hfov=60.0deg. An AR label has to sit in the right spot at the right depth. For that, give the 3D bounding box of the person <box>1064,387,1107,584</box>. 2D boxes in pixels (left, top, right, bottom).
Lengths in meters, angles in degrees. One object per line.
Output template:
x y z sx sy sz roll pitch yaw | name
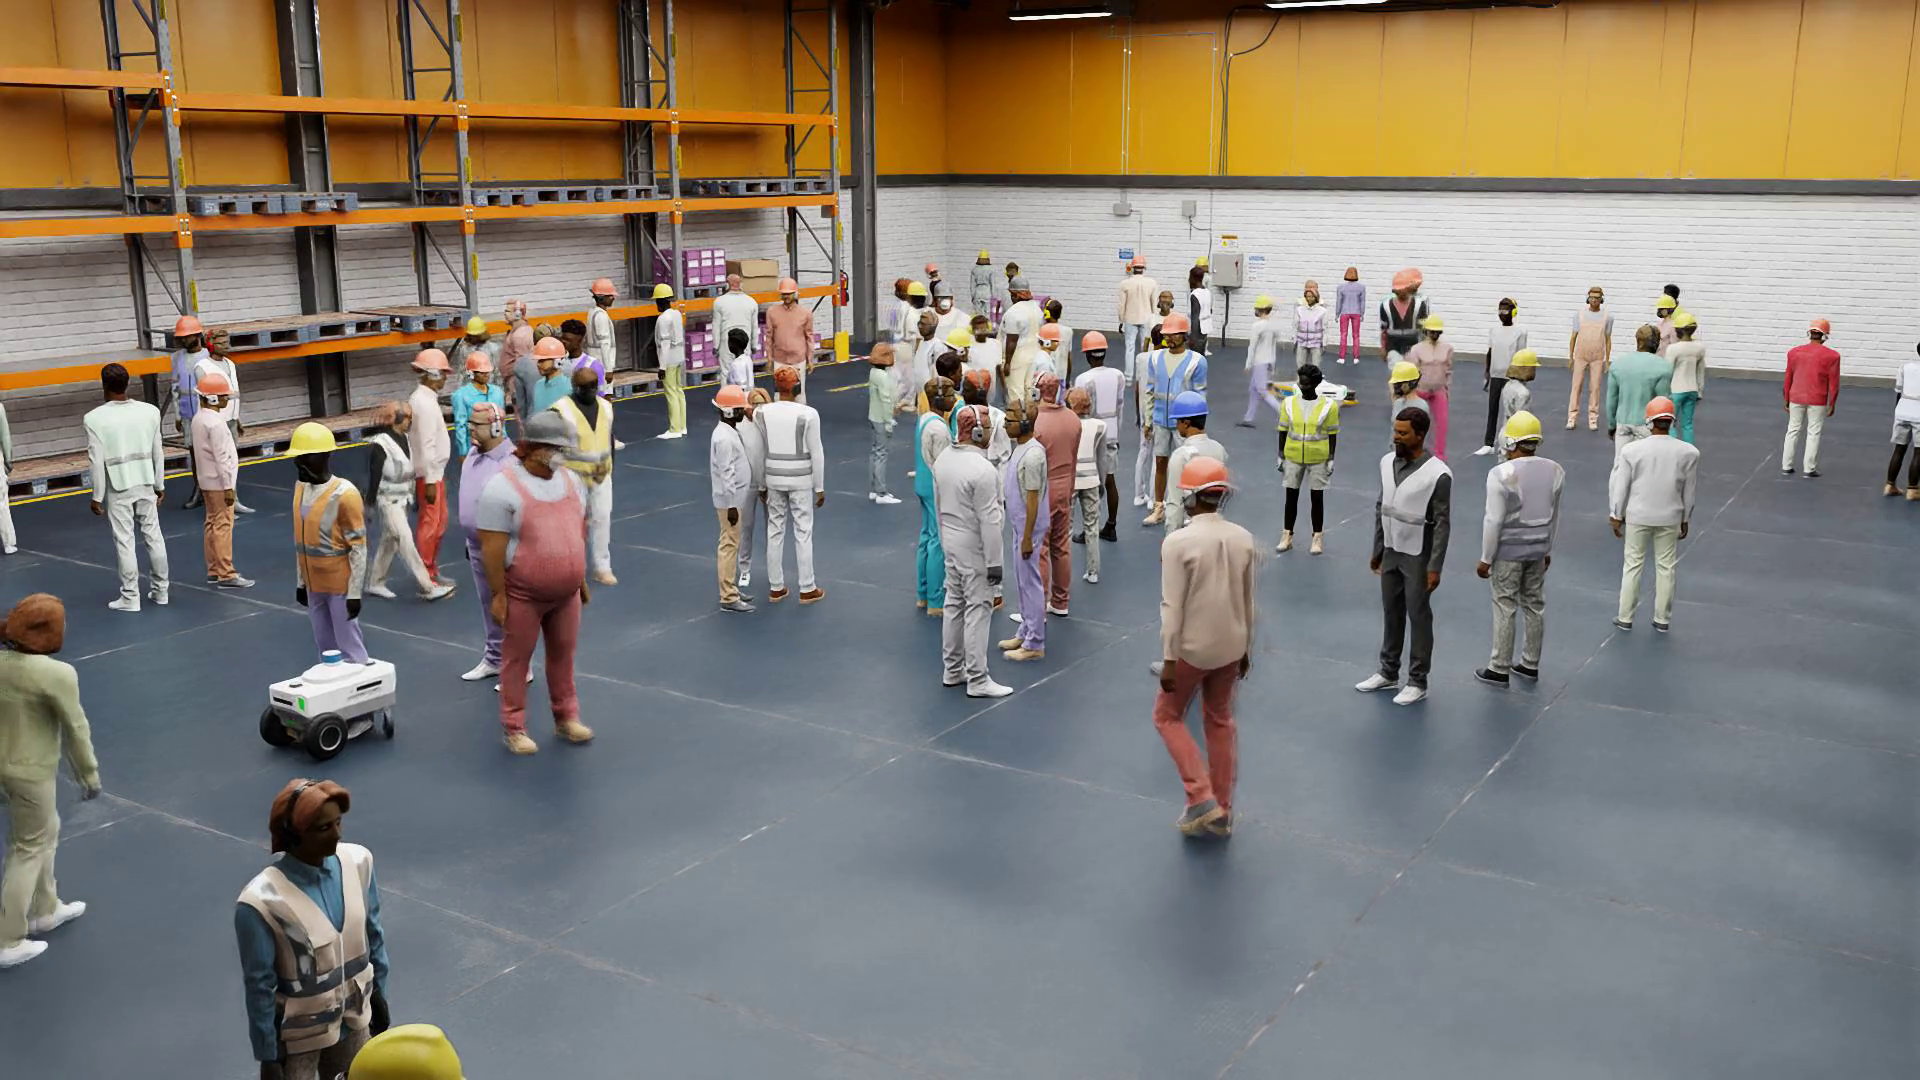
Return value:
0.959 -0.434 13.587 0.518 1.631 0.315 -3 13 -14 | person

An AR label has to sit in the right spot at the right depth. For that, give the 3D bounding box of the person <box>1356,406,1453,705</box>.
2.884 0.093 10.673 0.398 1.918 0.588 -7 15 -27 | person

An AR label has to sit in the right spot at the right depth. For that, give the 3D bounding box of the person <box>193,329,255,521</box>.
-7.157 -1.123 16.104 0.390 1.847 0.563 1 13 5 | person

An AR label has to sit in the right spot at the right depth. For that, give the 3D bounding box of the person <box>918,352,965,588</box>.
-0.138 -0.571 13.549 0.379 1.917 0.591 -9 16 -34 | person

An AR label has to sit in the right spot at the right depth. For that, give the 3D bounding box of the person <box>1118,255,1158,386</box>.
2.715 -3.352 25.446 0.611 1.995 0.380 -2 13 -7 | person

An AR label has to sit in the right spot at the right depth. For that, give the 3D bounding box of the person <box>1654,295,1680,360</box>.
8.874 -2.205 21.001 0.340 1.761 0.529 -1 13 -5 | person

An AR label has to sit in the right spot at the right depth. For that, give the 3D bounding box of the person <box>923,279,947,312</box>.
-0.303 -2.311 21.026 0.373 1.958 0.599 -4 14 -19 | person

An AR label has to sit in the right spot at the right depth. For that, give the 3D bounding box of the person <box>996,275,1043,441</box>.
0.695 -2.259 20.604 0.538 2.000 0.687 8 15 32 | person

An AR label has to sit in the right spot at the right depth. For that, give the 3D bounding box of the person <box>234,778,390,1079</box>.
-1.982 1.512 5.154 0.316 1.632 0.514 7 15 26 | person

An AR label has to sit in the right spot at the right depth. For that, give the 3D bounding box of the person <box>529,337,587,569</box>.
-3.393 -0.710 13.985 0.612 1.995 0.382 11 17 39 | person

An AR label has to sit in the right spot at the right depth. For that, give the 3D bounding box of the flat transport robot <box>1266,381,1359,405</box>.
5.016 -2.111 23.838 0.652 0.197 1.431 -6 14 -23 | flat transport robot

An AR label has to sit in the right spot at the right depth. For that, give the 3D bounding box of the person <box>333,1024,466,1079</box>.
-1.132 1.832 3.484 0.339 1.761 0.524 -2 13 -8 | person

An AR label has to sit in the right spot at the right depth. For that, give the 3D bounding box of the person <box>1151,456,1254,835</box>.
1.243 0.551 8.587 0.640 1.963 0.502 -8 15 -32 | person

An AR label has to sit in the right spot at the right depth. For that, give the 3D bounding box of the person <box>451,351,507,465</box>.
-4.310 -0.836 15.061 0.330 1.751 0.564 8 15 31 | person

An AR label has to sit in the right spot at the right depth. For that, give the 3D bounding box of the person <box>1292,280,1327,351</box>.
5.278 -3.105 25.150 0.514 1.640 0.315 1 13 4 | person

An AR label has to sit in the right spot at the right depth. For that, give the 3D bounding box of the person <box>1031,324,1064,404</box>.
0.922 -1.415 17.595 0.347 1.743 0.566 0 13 1 | person

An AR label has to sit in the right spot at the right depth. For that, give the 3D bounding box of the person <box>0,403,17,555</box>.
-8.544 -0.650 14.505 0.522 1.640 0.306 -10 16 -36 | person

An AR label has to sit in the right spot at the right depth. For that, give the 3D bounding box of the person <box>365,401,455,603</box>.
-4.363 -0.291 13.052 0.859 1.582 0.547 3 13 14 | person

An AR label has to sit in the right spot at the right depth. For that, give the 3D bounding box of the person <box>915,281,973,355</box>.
-0.209 -2.028 19.604 0.688 2.000 0.539 2 13 9 | person

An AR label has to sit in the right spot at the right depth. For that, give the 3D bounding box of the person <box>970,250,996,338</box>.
0.441 -4.586 31.350 0.490 1.743 0.324 4 14 16 | person

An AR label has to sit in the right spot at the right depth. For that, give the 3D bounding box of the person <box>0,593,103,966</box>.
-4.061 1.032 7.294 0.518 1.594 0.664 5 14 20 | person

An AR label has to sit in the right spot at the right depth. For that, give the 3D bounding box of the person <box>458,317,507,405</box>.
-5.353 -1.636 18.611 0.547 1.708 0.474 3 13 12 | person

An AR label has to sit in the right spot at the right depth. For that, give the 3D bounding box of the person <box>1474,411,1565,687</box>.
3.673 0.062 10.993 0.592 1.834 0.404 -5 14 -21 | person

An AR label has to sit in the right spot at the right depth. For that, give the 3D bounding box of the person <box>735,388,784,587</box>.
-1.630 -0.433 13.574 0.498 1.634 0.278 -3 13 -13 | person

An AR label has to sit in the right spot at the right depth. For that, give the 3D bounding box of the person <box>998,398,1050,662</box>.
0.451 -0.072 11.575 0.341 1.840 0.504 -1 13 -6 | person

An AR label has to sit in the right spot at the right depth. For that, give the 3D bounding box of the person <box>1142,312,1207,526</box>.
2.006 -1.116 15.641 0.605 2.045 0.377 7 15 29 | person

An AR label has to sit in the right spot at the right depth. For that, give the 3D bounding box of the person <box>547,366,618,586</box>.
-3.134 -0.545 13.683 0.627 1.816 0.711 -12 18 -42 | person

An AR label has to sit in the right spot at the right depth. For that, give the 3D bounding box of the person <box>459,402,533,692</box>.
-3.073 0.037 10.931 0.636 1.914 0.405 12 17 41 | person

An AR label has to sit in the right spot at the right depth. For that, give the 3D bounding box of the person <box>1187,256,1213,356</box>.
4.247 -4.131 29.376 0.493 1.743 0.300 9 16 33 | person

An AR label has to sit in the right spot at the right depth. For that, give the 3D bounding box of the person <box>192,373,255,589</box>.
-6.017 -0.487 13.548 0.342 1.749 0.573 -11 17 -38 | person

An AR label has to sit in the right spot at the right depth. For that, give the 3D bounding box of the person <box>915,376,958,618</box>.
-0.171 -0.331 12.667 0.329 1.844 0.518 -4 14 -17 | person

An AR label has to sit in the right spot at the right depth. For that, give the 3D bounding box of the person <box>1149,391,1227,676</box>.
1.554 -0.033 11.200 0.420 1.932 0.619 9 16 36 | person

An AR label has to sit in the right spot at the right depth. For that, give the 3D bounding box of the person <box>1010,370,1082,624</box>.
0.619 -0.319 12.484 0.410 1.909 0.642 11 17 40 | person

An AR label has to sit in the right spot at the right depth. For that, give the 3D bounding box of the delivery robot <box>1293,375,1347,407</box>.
4.855 -1.977 22.430 0.707 0.478 0.477 3 13 12 | delivery robot

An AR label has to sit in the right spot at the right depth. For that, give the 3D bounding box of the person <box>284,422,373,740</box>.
-3.792 0.247 9.979 0.585 1.929 0.375 9 16 34 | person

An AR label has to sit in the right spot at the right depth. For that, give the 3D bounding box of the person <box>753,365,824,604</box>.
-1.328 -0.430 13.019 0.574 1.883 0.355 4 13 16 | person

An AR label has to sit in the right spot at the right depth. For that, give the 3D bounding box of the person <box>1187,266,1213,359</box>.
3.446 -2.984 24.018 0.376 1.917 0.595 5 14 21 | person

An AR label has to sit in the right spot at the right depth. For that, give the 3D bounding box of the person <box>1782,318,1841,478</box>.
9.319 -1.553 18.209 0.354 1.739 0.570 -12 18 -43 | person

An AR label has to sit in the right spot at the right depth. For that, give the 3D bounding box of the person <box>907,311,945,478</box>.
-0.346 -1.544 17.930 0.345 1.847 0.508 -7 15 -27 | person

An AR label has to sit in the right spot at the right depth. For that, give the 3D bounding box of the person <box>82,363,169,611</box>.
-6.412 -0.405 12.830 0.392 1.919 0.591 8 15 32 | person

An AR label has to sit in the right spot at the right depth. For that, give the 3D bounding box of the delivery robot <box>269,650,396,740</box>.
-3.740 0.901 9.946 0.477 0.478 0.707 8 15 32 | delivery robot
